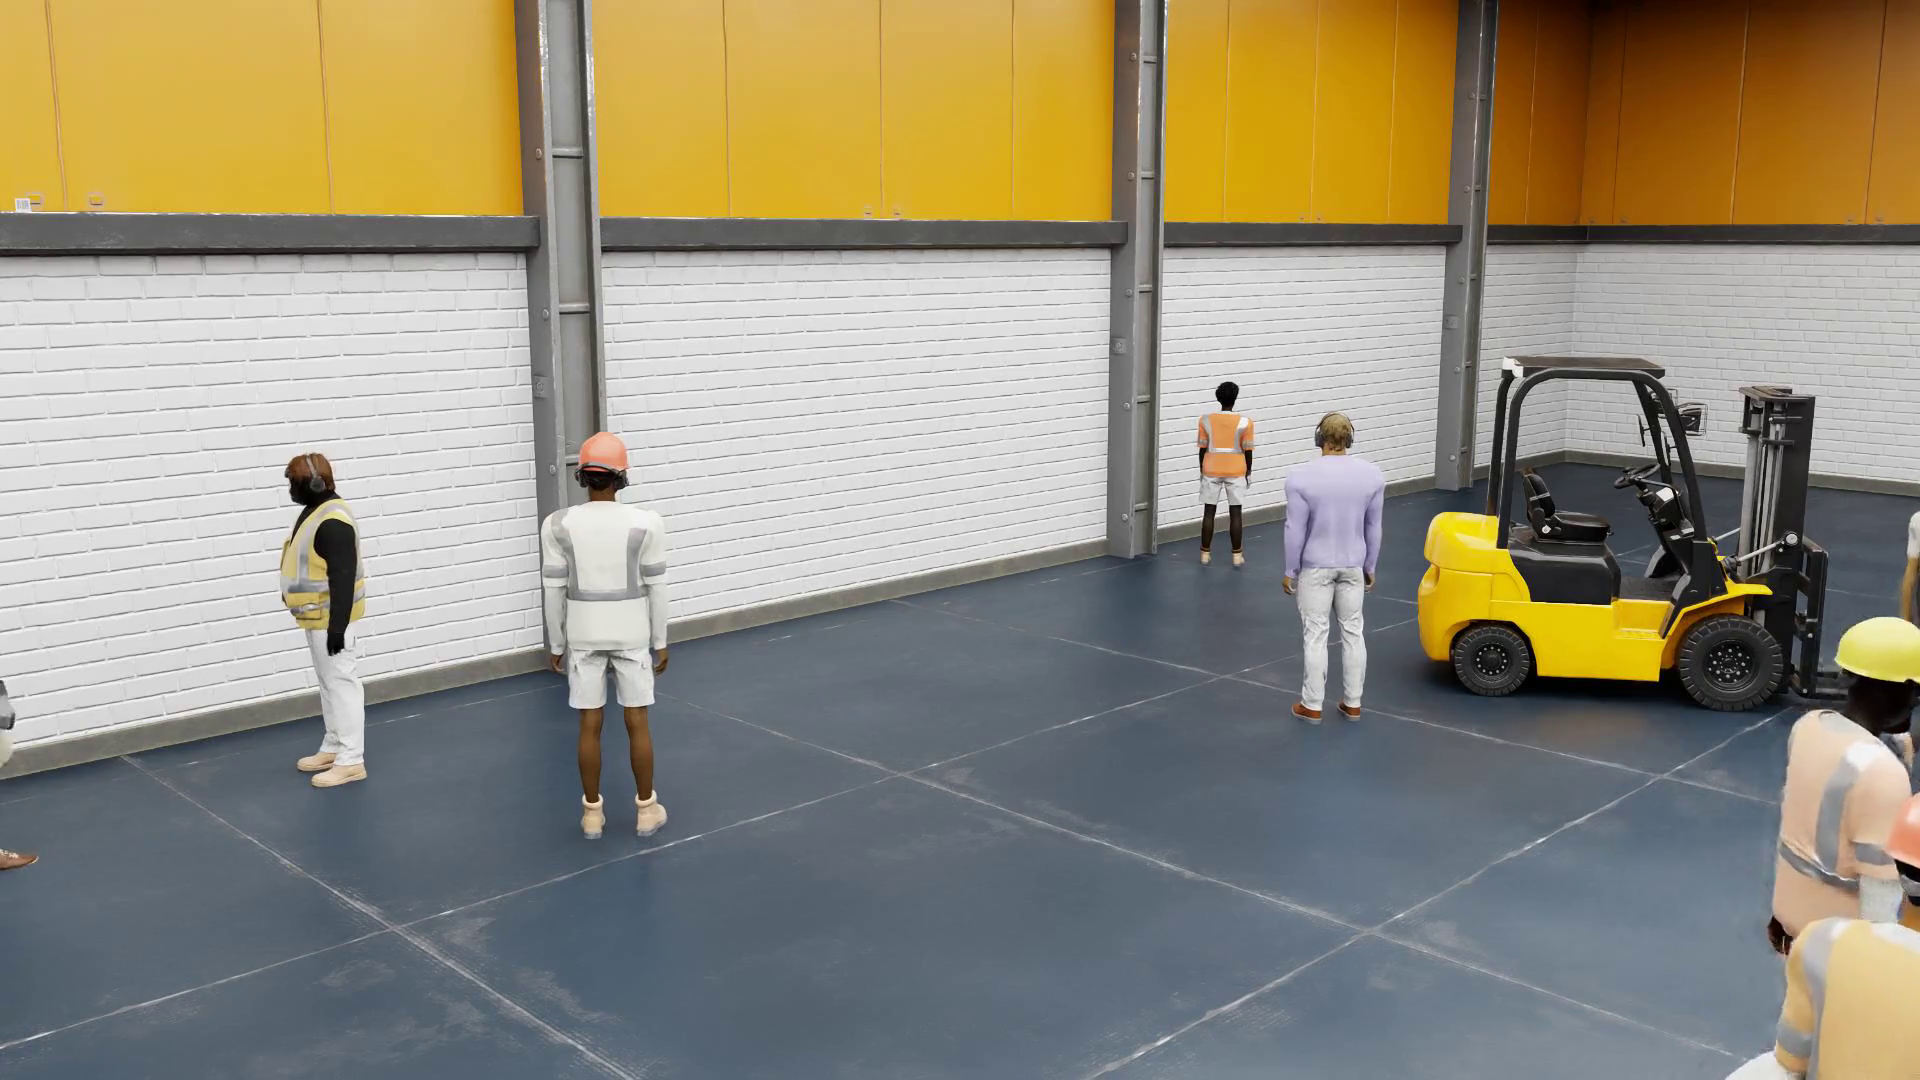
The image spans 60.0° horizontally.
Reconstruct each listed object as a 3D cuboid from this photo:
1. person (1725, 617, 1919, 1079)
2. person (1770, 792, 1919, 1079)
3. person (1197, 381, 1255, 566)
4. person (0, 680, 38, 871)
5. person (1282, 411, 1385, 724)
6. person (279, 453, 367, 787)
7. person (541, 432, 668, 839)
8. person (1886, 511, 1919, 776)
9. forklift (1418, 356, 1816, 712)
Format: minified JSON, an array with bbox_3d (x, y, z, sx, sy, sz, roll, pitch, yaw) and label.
[{"bbox_3d":[2.606,1.152,5.072,0.883,1.899,0.596,1,10,6],"label":"person"},{"bbox_3d":[2.062,1.431,3.574,1.006,1.878,0.572,-5,11,-25],"label":"person"},{"bbox_3d":[2.421,-0.601,15.191,0.529,1.690,0.321,3,11,18],"label":"person"},{"bbox_3d":[-4.651,0.688,7.747,0.470,1.844,0.512,-9,14,-41],"label":"person"},{"bbox_3d":[2.284,0.176,10.264,0.629,1.940,0.376,-2,11,-8],"label":"person"},{"bbox_3d":[-3.500,0.430,9.160,0.430,1.838,0.620,-6,12,-30],"label":"person"},{"bbox_3d":[-1.757,0.481,8.315,0.609,2.044,0.393,-1,10,-4],"label":"person"},{"bbox_3d":[5.446,0.432,9.201,0.790,1.827,0.518,-5,11,-24],"label":"person"},{"bbox_3d":[4.276,-0.101,11.076,2.313,2.155,1.214,2,11,13],"label":"forklift"}]
